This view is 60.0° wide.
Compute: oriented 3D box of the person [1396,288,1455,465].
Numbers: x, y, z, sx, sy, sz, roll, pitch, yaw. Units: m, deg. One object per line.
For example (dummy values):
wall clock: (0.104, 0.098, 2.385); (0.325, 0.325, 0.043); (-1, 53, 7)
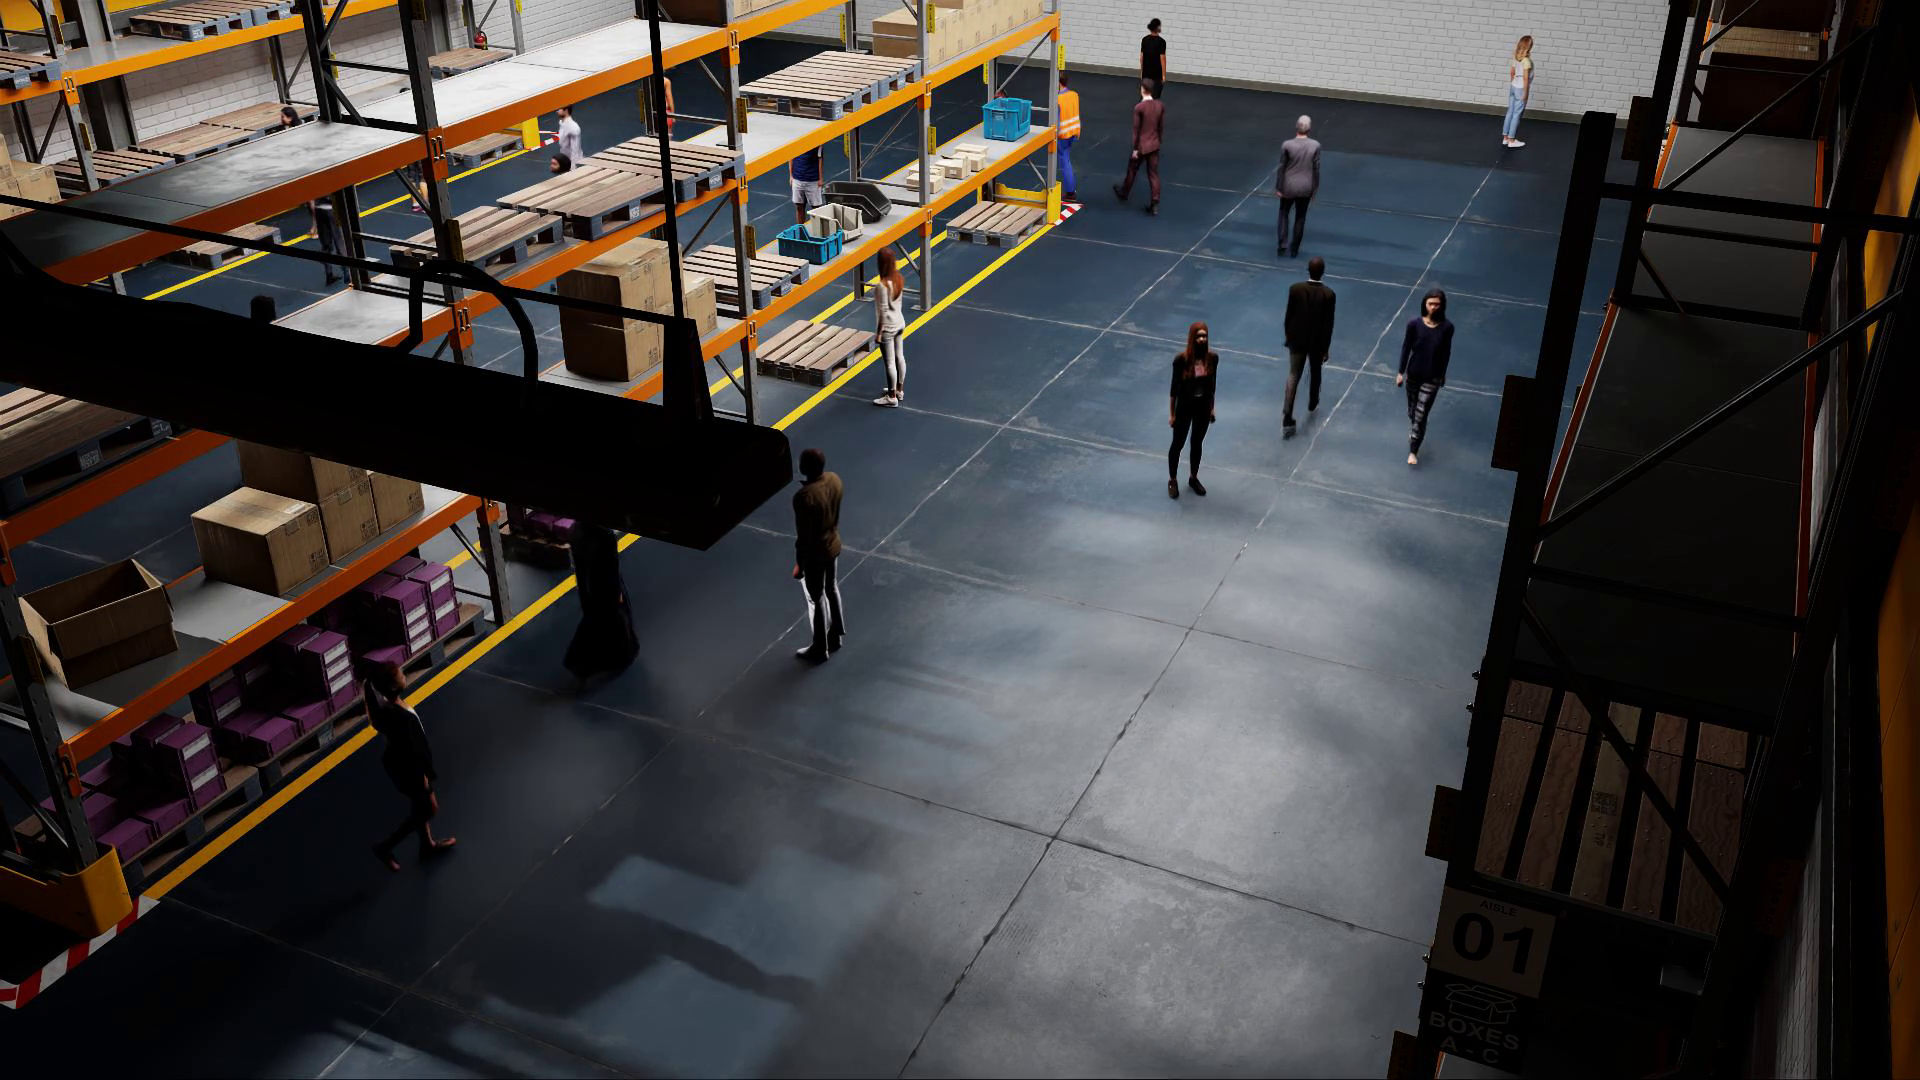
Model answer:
person: (4.560, -1.662, 16.350); (0.717, 1.695, 1.117); (9, 30, 15)

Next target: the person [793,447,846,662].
person: (-1.103, 0.093, 12.997); (0.789, 1.825, 0.527); (15, 32, 25)

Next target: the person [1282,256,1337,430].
person: (3.482, -1.951, 16.819); (0.674, 1.753, 1.153); (14, 32, 24)

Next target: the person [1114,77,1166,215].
person: (2.638, -5.438, 23.139); (1.216, 1.821, 1.228); (-13, 31, -23)

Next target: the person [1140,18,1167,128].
person: (3.156, -7.628, 27.223); (0.682, 1.756, 0.625); (22, 36, 35)

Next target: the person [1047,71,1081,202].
person: (1.552, -5.682, 23.573); (0.850, 1.834, 0.714); (25, 37, 38)

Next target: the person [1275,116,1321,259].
person: (4.363, -4.533, 21.477); (0.784, 1.825, 0.738); (5, 29, 9)

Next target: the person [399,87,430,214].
person: (-7.656, -5.460, 23.286); (0.587, 1.721, 0.575); (8, 30, 13)

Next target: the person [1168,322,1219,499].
person: (2.169, -1.239, 15.556); (0.684, 1.712, 0.715); (-6, 29, -10)

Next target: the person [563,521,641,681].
person: (-2.812, 0.359, 12.743); (0.642, 1.600, 0.936); (15, 32, 26)

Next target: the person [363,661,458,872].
person: (-3.634, 1.481, 10.740); (0.887, 1.548, 0.744); (-21, 35, -33)

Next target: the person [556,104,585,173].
person: (-5.123, -5.038, 22.408); (1.211, 1.820, 1.053); (-18, 33, -29)

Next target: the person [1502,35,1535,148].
person: (8.832, -7.099, 26.288); (0.771, 1.723, 0.688); (-6, 29, -12)

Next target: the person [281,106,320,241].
person: (-8.789, -4.903, 22.215); (0.815, 1.769, 0.782); (-16, 32, -27)

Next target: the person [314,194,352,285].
person: (-7.839, -4.027, 20.599); (0.611, 1.777, 0.604); (16, 32, 27)

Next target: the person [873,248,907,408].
person: (-0.715, -2.228, 17.370); (0.653, 1.712, 0.488); (14, 32, 24)
